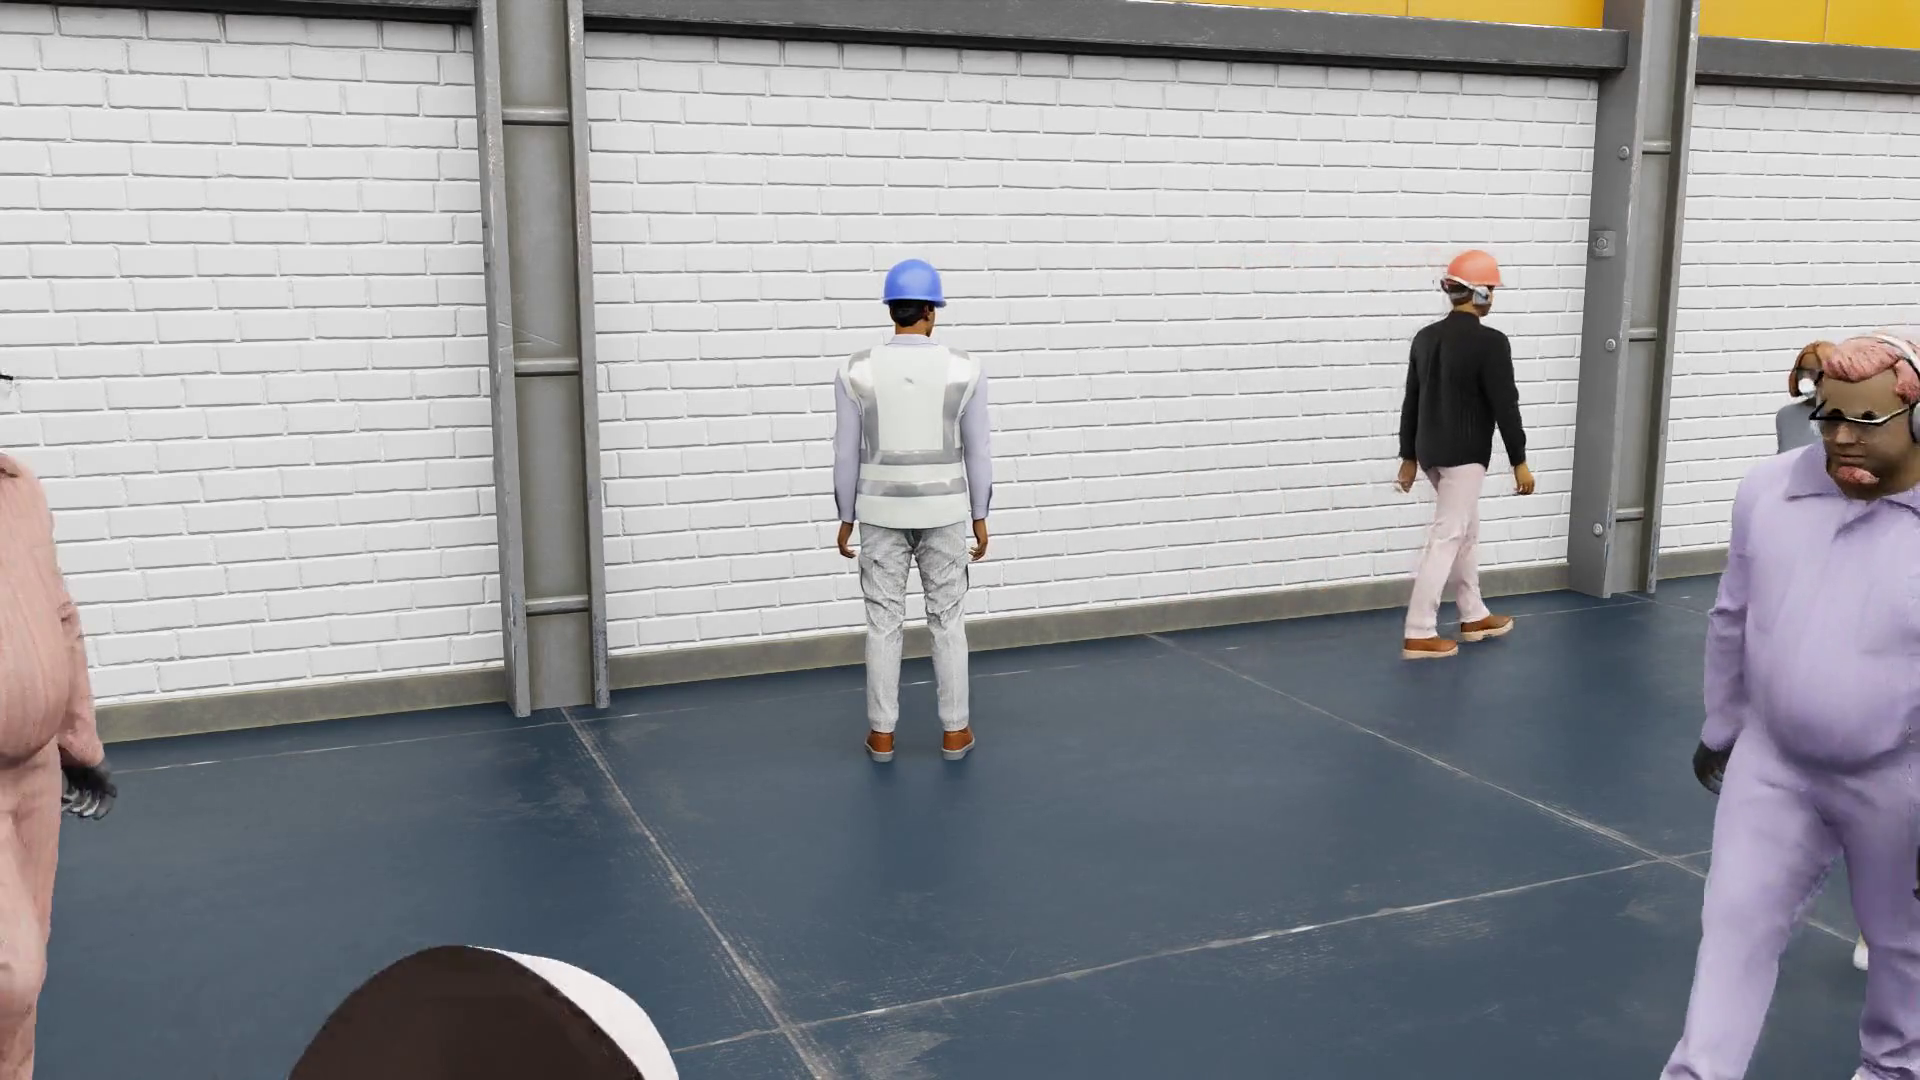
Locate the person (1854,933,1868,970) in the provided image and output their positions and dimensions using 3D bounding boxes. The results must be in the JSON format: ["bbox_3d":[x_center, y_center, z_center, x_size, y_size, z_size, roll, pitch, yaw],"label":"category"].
[{"bbox_3d":[2.577,0.438,4.349,0.314,1.622,0.502,0,10,1],"label":"person"}]

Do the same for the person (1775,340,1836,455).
[{"bbox_3d":[3.751,-0.068,7.209,0.801,1.601,0.505,-4,11,-22],"label":"person"}]

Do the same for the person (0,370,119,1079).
[{"bbox_3d":[-1.986,0.478,3.364,0.422,1.890,0.664,1,10,3],"label":"person"}]

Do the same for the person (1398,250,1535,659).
[{"bbox_3d":[2.519,-0.407,8.068,0.896,1.959,0.623,-4,11,-19],"label":"person"}]

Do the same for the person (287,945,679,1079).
[{"bbox_3d":[-0.202,0.926,0.902,0.660,1.887,0.671,3,11,15],"label":"person"}]

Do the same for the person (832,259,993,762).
[{"bbox_3d":[-0.182,-0.105,6.448,0.616,1.940,0.402,0,10,-1],"label":"person"}]

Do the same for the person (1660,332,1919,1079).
[{"bbox_3d":[1.812,0.487,3.491,1.019,1.831,0.705,-8,13,-37],"label":"person"}]
